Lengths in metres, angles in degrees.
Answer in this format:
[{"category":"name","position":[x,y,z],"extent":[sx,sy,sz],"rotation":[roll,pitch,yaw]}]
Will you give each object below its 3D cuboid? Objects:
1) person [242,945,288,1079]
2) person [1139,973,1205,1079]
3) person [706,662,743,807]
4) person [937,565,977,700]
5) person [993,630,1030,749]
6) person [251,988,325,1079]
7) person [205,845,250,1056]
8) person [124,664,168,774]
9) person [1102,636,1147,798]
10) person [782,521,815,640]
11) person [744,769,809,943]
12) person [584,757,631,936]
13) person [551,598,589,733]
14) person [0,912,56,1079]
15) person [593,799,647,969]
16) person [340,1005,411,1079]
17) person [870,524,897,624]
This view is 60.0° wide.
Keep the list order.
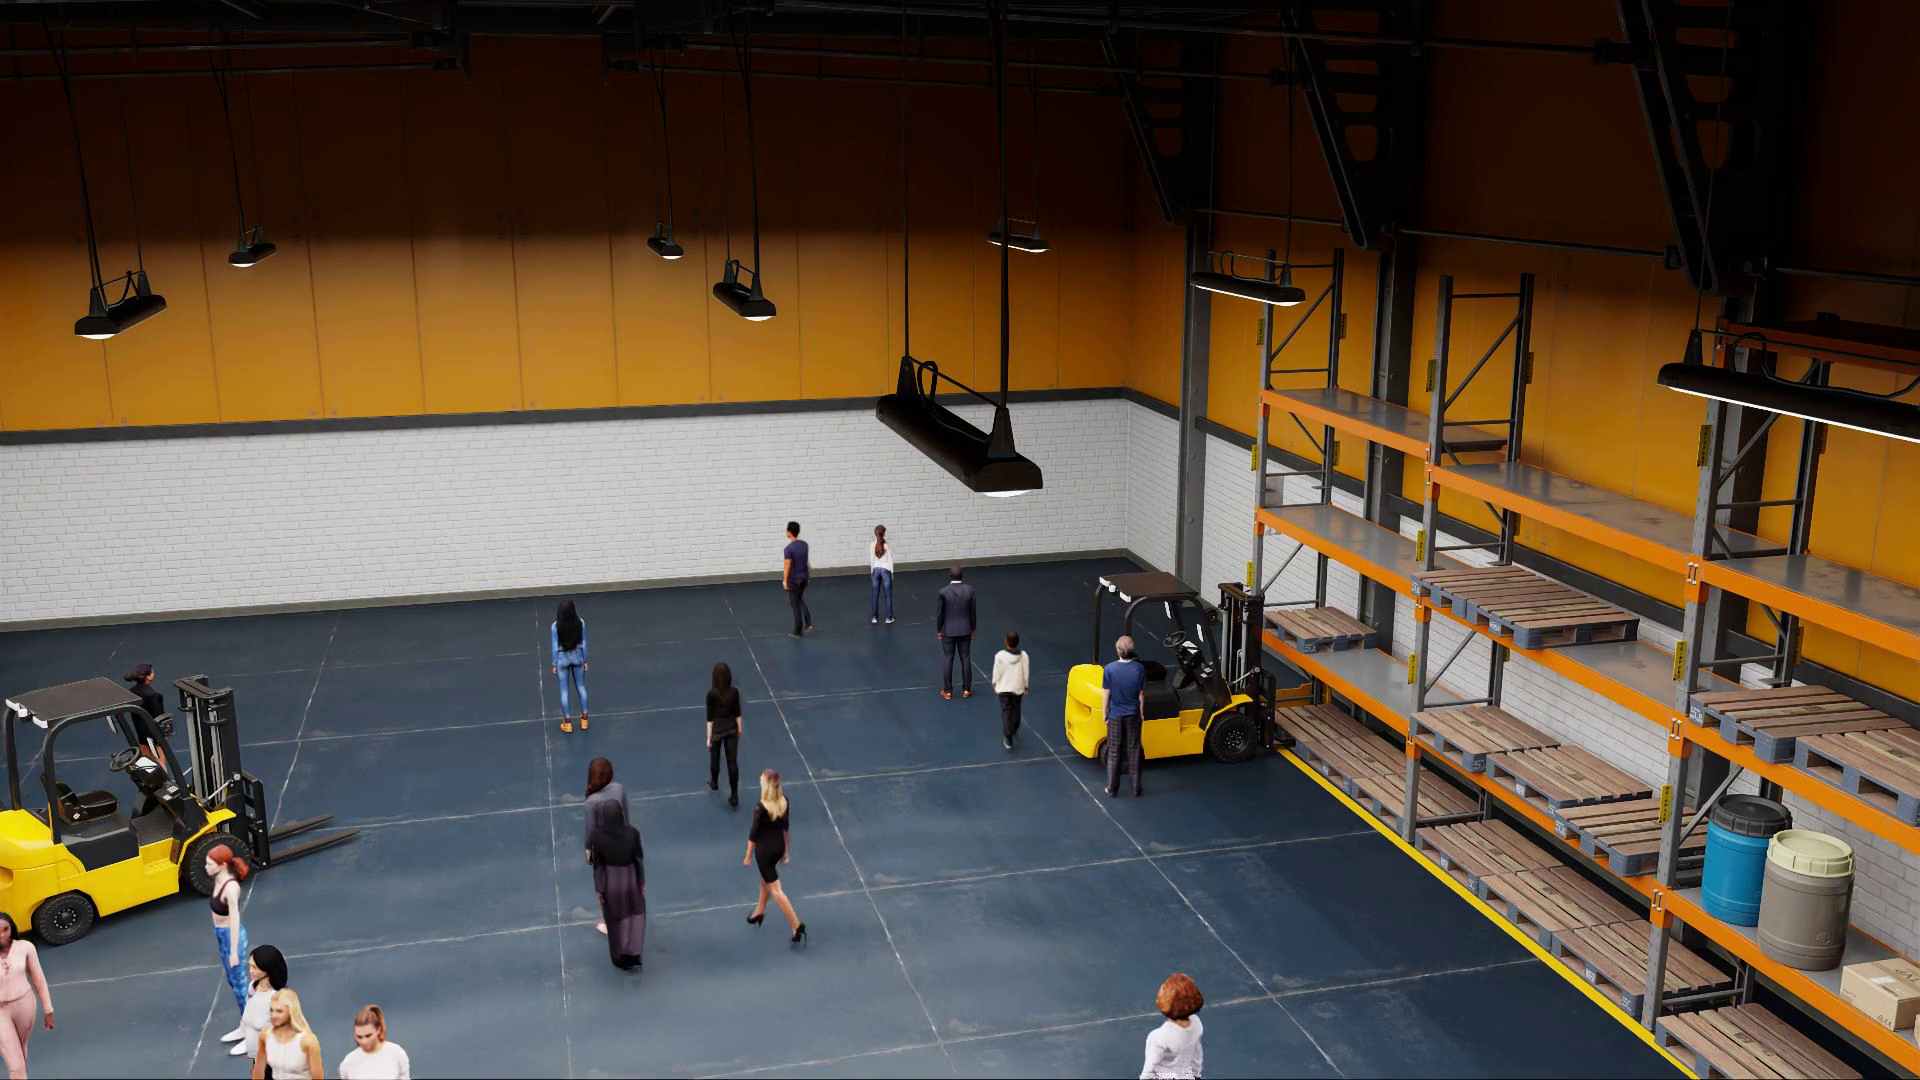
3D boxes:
[{"category":"person","position":[-4.987,3.732,12.083],"extent":[0.701,1.700,0.769],"rotation":[8,16,31]},{"category":"person","position":[1.551,3.878,11.540],"extent":[1.206,1.672,1.014],"rotation":[13,19,42]},{"category":"person","position":[-2.615,2.205,18.609],"extent":[0.724,1.597,1.101],"rotation":[-6,15,-24]},{"category":"person","position":[-0.047,1.220,22.194],"extent":[0.716,1.824,0.621],"rotation":[-2,14,-9]},{"category":"person","position":[0.624,1.856,20.422],"extent":[0.679,1.421,0.971],"rotation":[-1,14,-6]},{"category":"person","position":[-4.478,3.856,11.391],"extent":[0.900,1.785,0.995],"rotation":[5,15,20]},{"category":"person","position":[-5.947,3.323,13.600],"extent":[0.692,1.782,0.590],"rotation":[-10,17,-37]},{"category":"person","position":[-9.063,2.174,18.647],"extent":[0.703,1.640,0.762],"rotation":[5,15,21]},{"category":"person","position":[1.874,1.999,18.892],"extent":[0.712,1.864,0.645],"rotation":[0,14,2]},{"category":"person","position":[-2.361,0.609,24.800],"extent":[0.866,1.785,0.818],"rotation":[11,17,38]},{"category":"person","position":[-1.701,2.959,15.404],"extent":[1.094,1.640,0.984],"rotation":[10,17,34]},{"category":"person","position":[-3.225,2.876,15.486],"extent":[0.854,1.763,0.794],"rotation":[13,18,42]},{"category":"person","position":[-4.923,1.568,20.998],"extent":[0.660,1.712,0.607],"rotation":[-7,15,-28]},{"category":"person","position":[-7.215,3.613,12.635],"extent":[1.025,1.671,1.242],"rotation":[-13,19,-43]},{"category":"person","position":[-3.038,3.108,14.869],"extent":[0.657,1.603,0.839],"rotation":[-2,14,-8]},{"category":"person","position":[-3.907,3.935,11.203],"extent":[0.605,1.721,0.516],"rotation":[-3,14,-14]},{"category":"person","position":[-1.216,0.511,25.695],"extent":[0.615,1.555,0.648],"rotation":[3,14,11]}]
